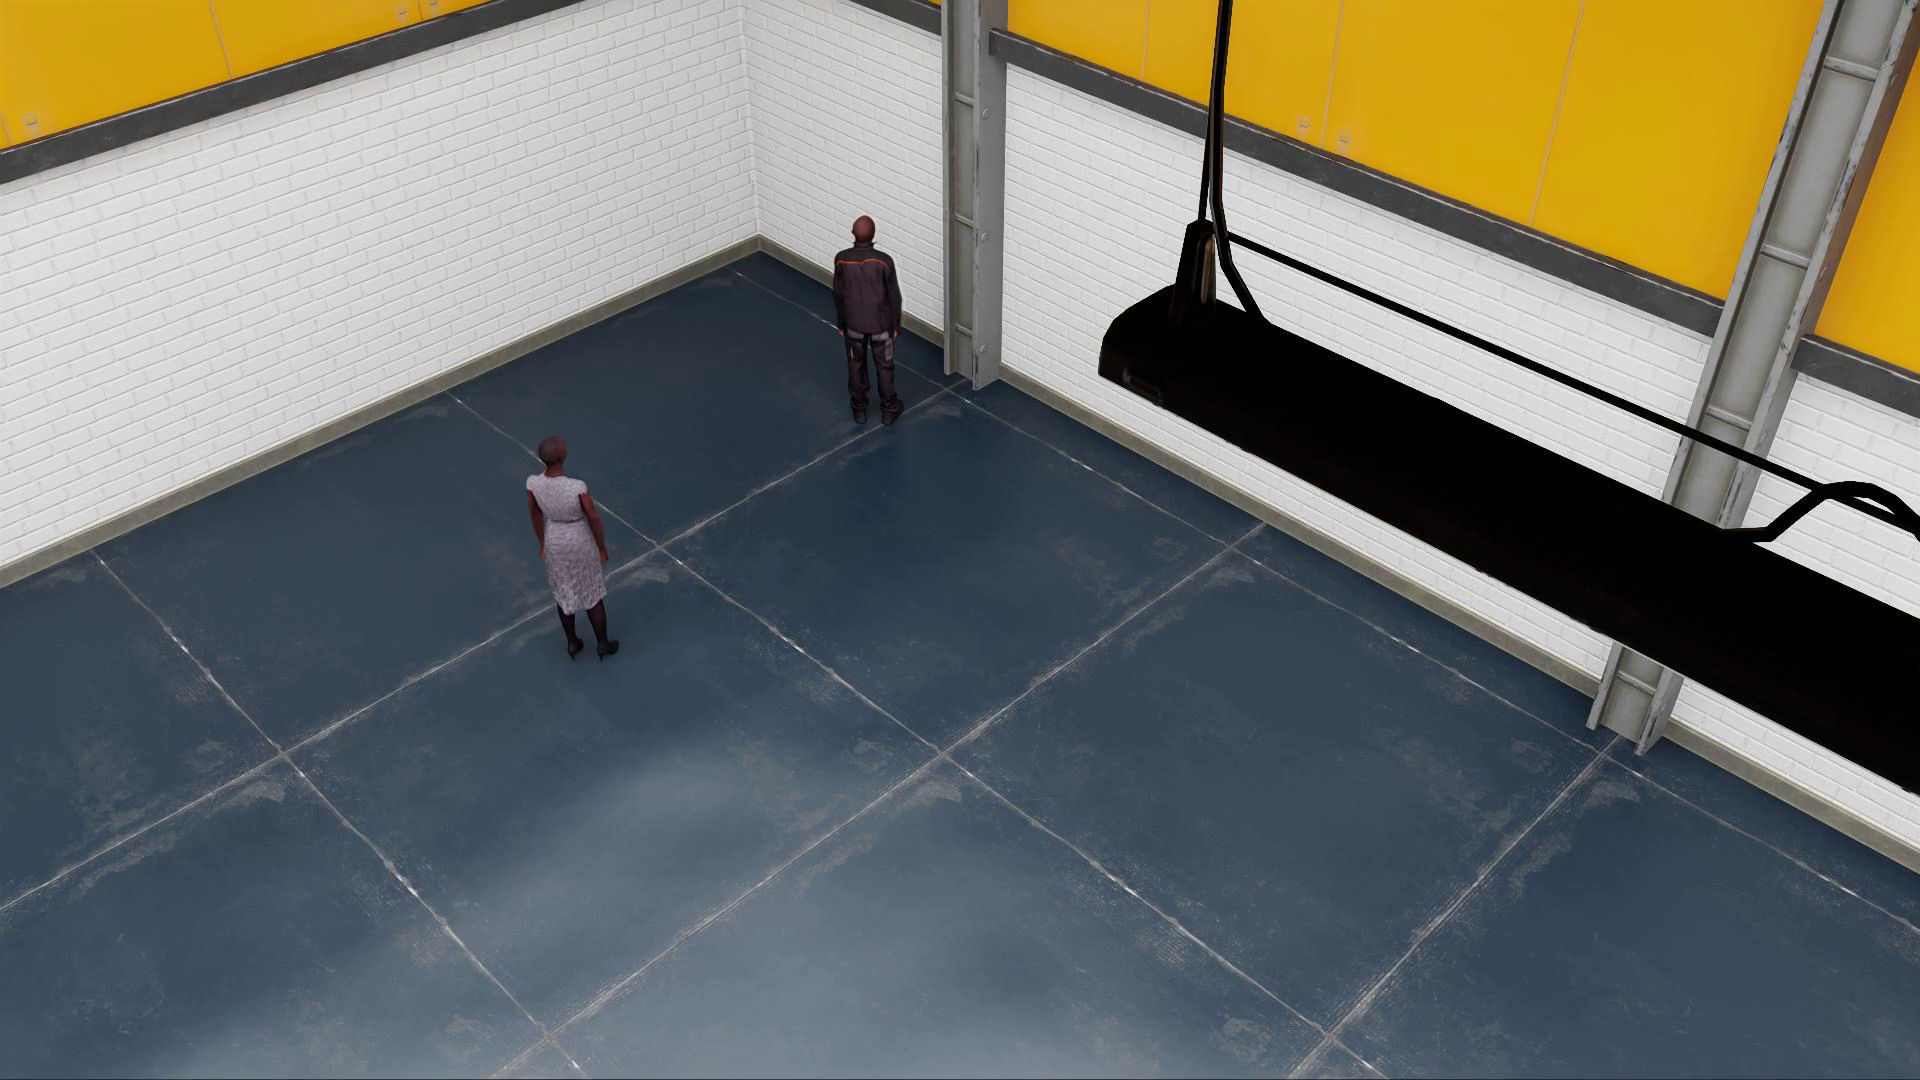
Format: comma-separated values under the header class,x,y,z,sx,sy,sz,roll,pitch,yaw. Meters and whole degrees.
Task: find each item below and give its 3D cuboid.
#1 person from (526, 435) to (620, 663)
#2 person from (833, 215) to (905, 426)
class,x,y,z,sx,sy,sz,roll,pitch,yaw
person,-2.547,0.077,10.886,0.661,1.788,0.756,6,39,7
person,-0.725,-1.727,13.115,0.749,1.826,0.848,6,39,7
